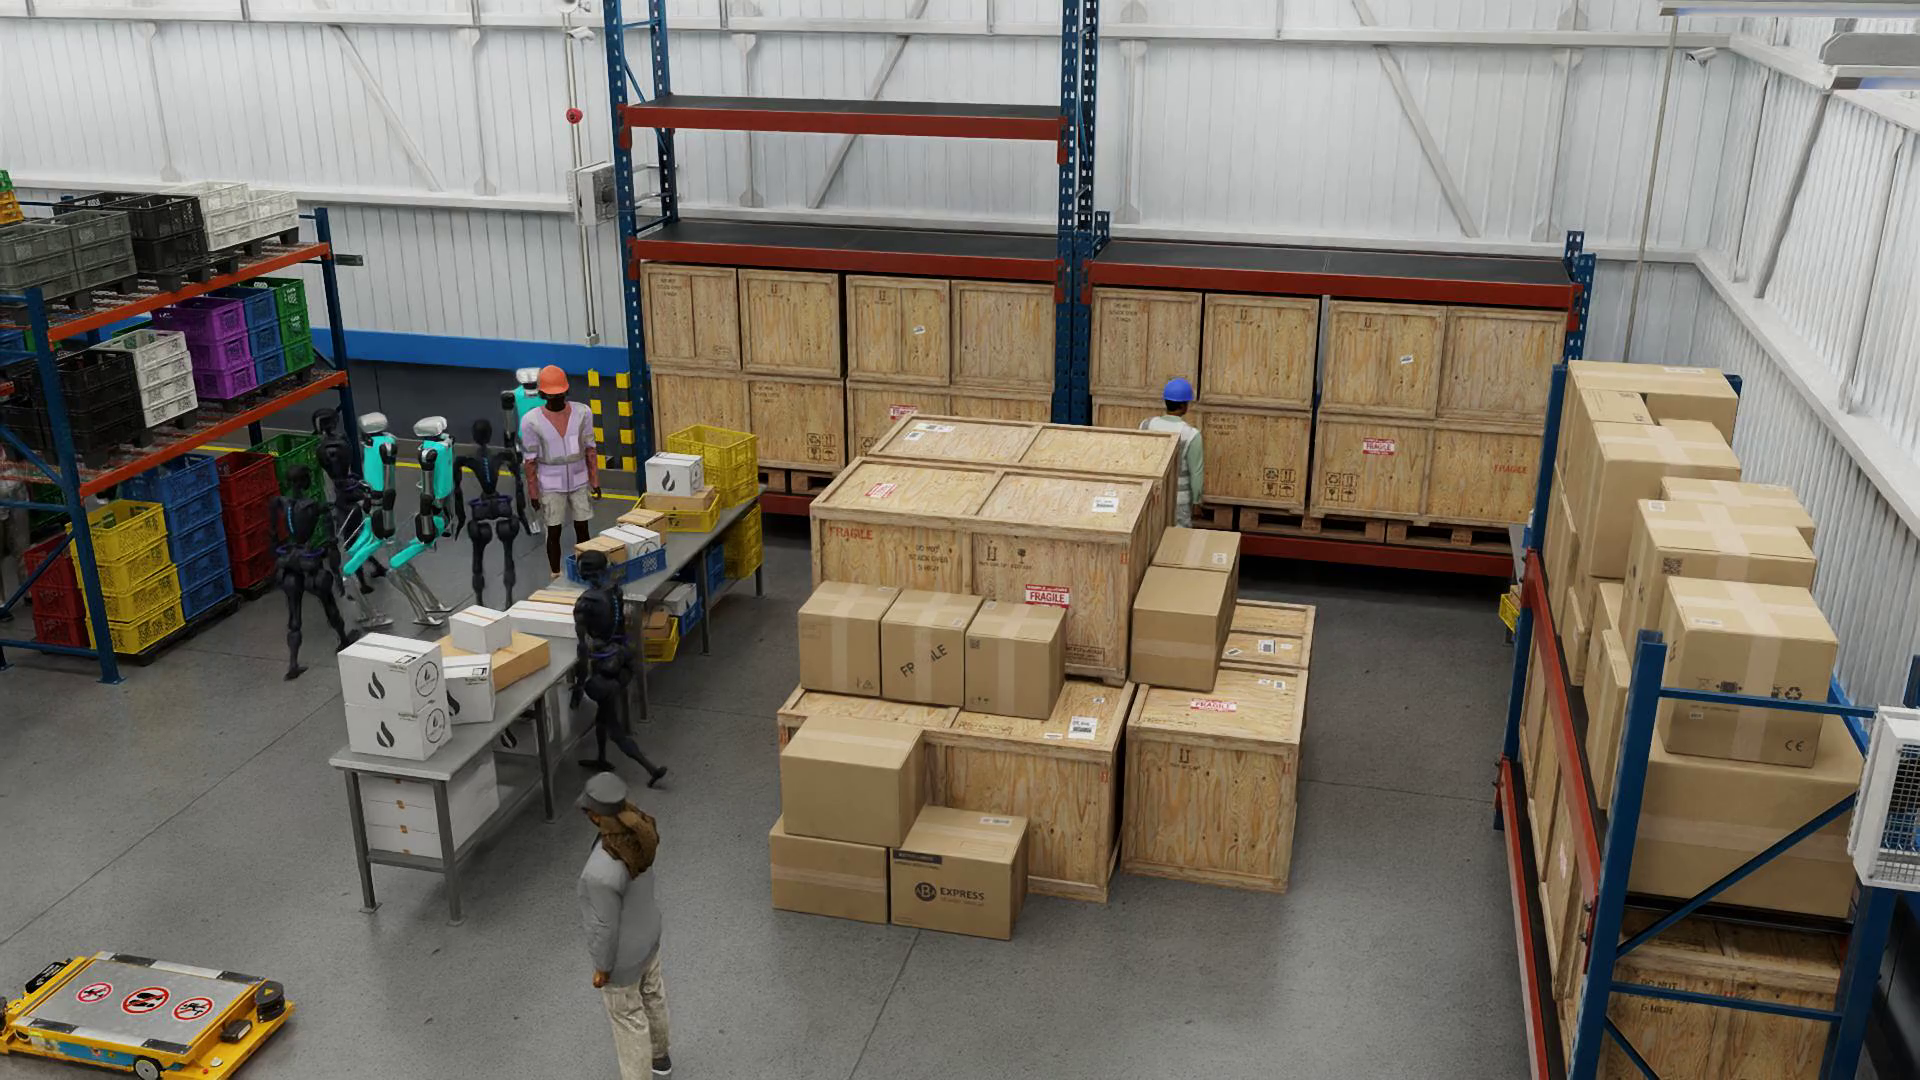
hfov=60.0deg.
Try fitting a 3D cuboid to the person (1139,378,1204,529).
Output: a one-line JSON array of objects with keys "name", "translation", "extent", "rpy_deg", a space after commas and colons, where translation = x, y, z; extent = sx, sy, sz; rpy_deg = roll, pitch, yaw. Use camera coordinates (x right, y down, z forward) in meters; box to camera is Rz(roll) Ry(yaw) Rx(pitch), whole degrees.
[{"name": "person", "translation": [1.738, -0.381, 13.696], "extent": [0.613, 1.942, 0.405], "rpy_deg": [17, 27, 37]}]

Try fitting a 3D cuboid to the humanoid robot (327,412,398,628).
[{"name": "humanoid robot", "translation": [-4.789, -0.115, 13.244], "extent": [0.733, 1.758, 0.532], "rpy_deg": [-14, 25, -33]}]

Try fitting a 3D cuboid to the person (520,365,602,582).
[{"name": "person", "translation": [-3.287, -0.467, 13.808], "extent": [0.604, 2.038, 0.389], "rpy_deg": [-11, 23, -26]}]

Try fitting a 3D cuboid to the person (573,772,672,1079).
[{"name": "person", "translation": [-1.602, 1.913, 7.945], "extent": [0.404, 1.763, 0.569], "rpy_deg": [4, 21, 11]}]

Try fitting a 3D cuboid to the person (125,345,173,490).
[{"name": "person", "translation": [-7.344, -0.821, 14.980], "extent": [0.576, 1.856, 0.572], "rpy_deg": [6, 22, 16]}]

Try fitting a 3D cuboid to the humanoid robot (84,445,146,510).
[{"name": "humanoid robot", "translation": [-7.103, -0.496, 14.212], "extent": [0.687, 1.741, 0.543], "rpy_deg": [-2, 21, -4]}]

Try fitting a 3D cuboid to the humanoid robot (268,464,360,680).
[{"name": "humanoid robot", "translation": [-4.969, 0.190, 12.637], "extent": [0.599, 1.623, 0.779], "rpy_deg": [4, 21, 11]}]

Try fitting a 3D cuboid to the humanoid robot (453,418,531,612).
[{"name": "humanoid robot", "translation": [-3.827, -0.177, 13.538], "extent": [0.617, 1.631, 0.393], "rpy_deg": [-8, 22, -19]}]

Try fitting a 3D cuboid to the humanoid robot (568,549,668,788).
[{"name": "humanoid robot", "translation": [-2.265, 0.851, 10.919], "extent": [0.739, 1.647, 0.596], "rpy_deg": [7, 22, 19]}]

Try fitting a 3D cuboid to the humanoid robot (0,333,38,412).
[{"name": "humanoid robot", "translation": [-10.275, -1.866, 17.869], "extent": [0.880, 1.771, 0.589], "rpy_deg": [-3, 21, -7]}]

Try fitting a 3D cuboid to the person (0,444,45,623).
[{"name": "person", "translation": [-7.787, -0.246, 13.503], "extent": [0.403, 1.827, 0.594], "rpy_deg": [14, 25, 32]}]

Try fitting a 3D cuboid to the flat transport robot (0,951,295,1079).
[{"name": "flat transport robot", "translation": [-4.270, 2.464, 8.601], "extent": [1.431, 0.231, 0.659], "rpy_deg": [5, 22, 13]}]

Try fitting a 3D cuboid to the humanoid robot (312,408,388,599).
[{"name": "humanoid robot", "translation": [-5.095, -0.333, 13.951], "extent": [0.450, 1.647, 0.611], "rpy_deg": [-7, 22, -18]}]

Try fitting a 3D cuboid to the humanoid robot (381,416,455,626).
[{"name": "humanoid robot", "translation": [-4.352, -0.157, 13.268], "extent": [0.735, 1.699, 0.530], "rpy_deg": [1, 21, 3]}]

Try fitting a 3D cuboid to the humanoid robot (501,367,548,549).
[{"name": "humanoid robot", "translation": [-3.855, -0.765, 15.031], "extent": [0.532, 1.749, 1.013], "rpy_deg": [-8, 22, -20]}]
